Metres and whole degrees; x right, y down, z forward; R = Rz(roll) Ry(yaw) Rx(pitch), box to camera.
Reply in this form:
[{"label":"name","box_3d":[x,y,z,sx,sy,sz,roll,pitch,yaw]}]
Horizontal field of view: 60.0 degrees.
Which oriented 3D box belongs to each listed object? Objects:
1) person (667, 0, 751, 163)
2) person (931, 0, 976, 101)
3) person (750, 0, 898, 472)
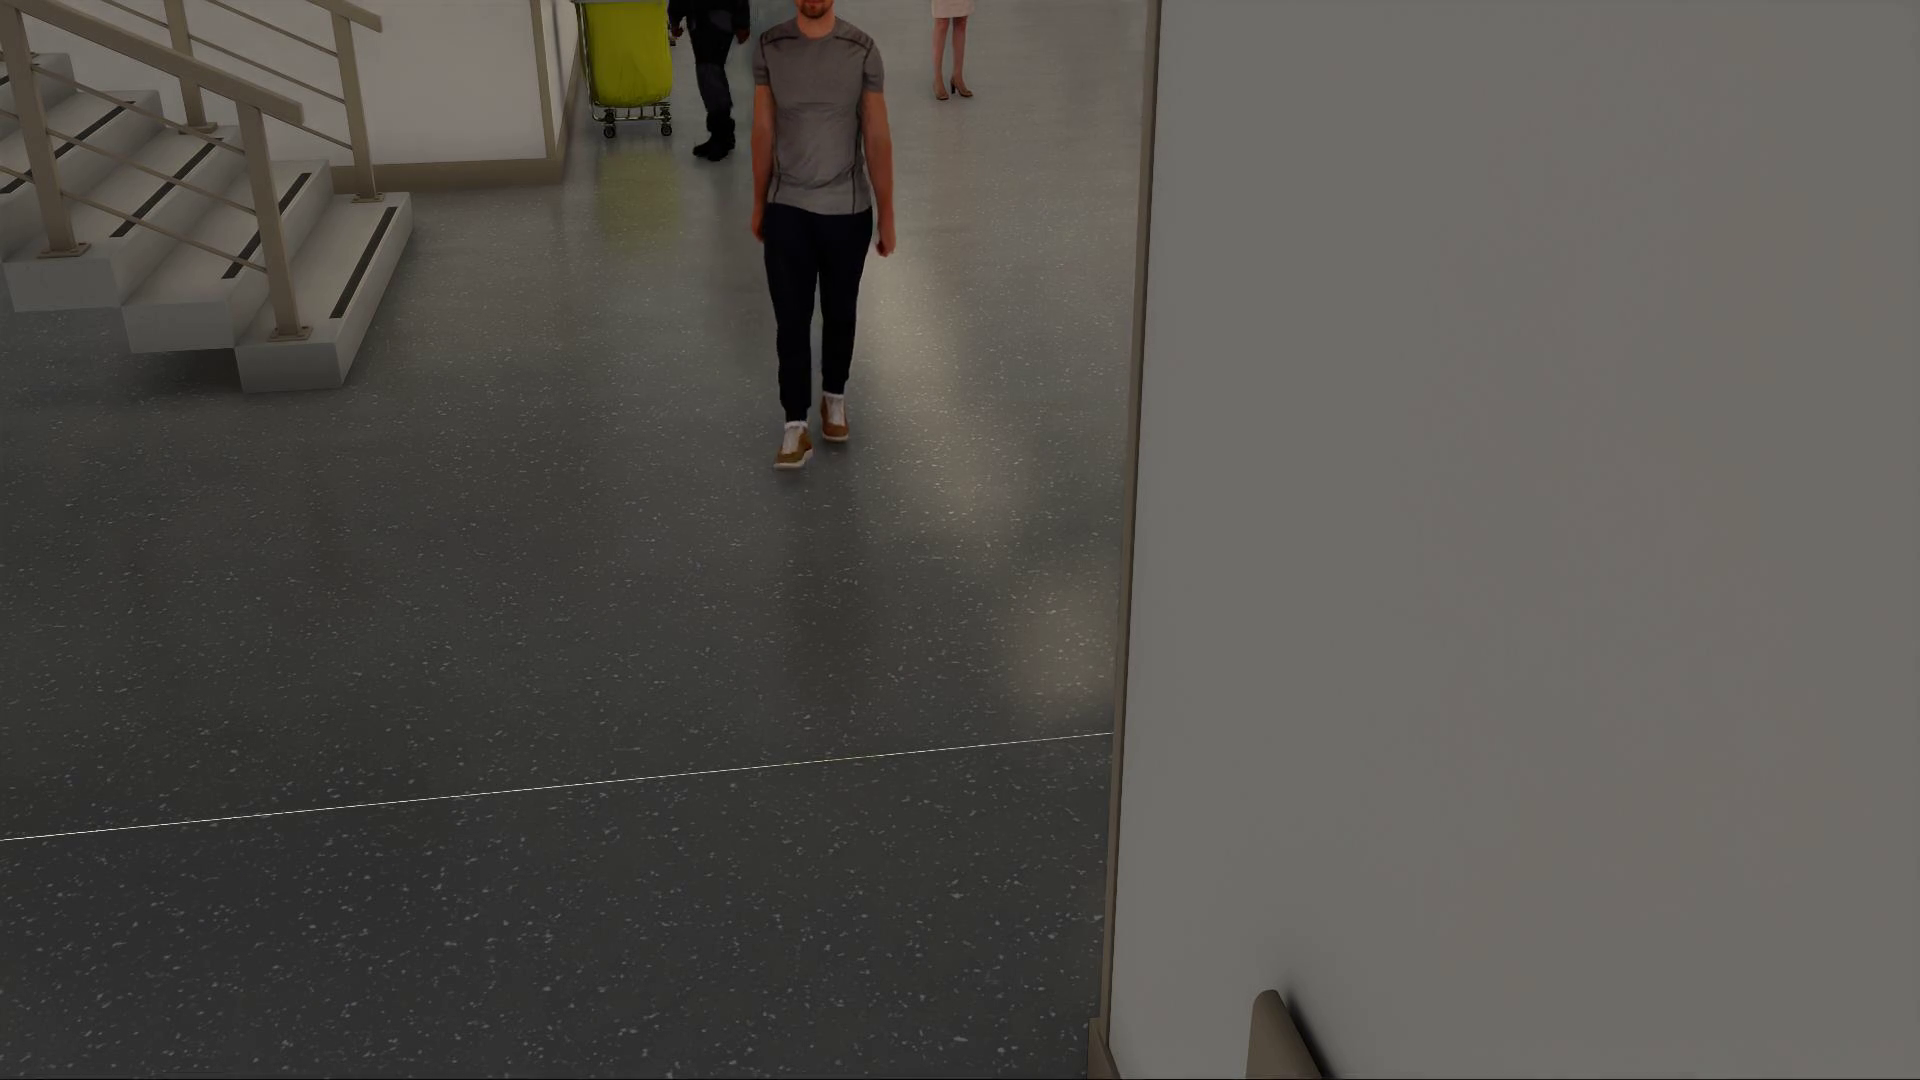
[{"label":"person","box_3d":[-1.523,-3.381,10.617,0.867,1.812,0.925,17,31,32]},{"label":"person","box_3d":[-0.056,-4.181,12.361,0.616,1.737,0.737,-16,30,-29]},{"label":"person","box_3d":[-0.515,-1.244,6.119,0.917,1.869,0.847,0,26,-1]}]
